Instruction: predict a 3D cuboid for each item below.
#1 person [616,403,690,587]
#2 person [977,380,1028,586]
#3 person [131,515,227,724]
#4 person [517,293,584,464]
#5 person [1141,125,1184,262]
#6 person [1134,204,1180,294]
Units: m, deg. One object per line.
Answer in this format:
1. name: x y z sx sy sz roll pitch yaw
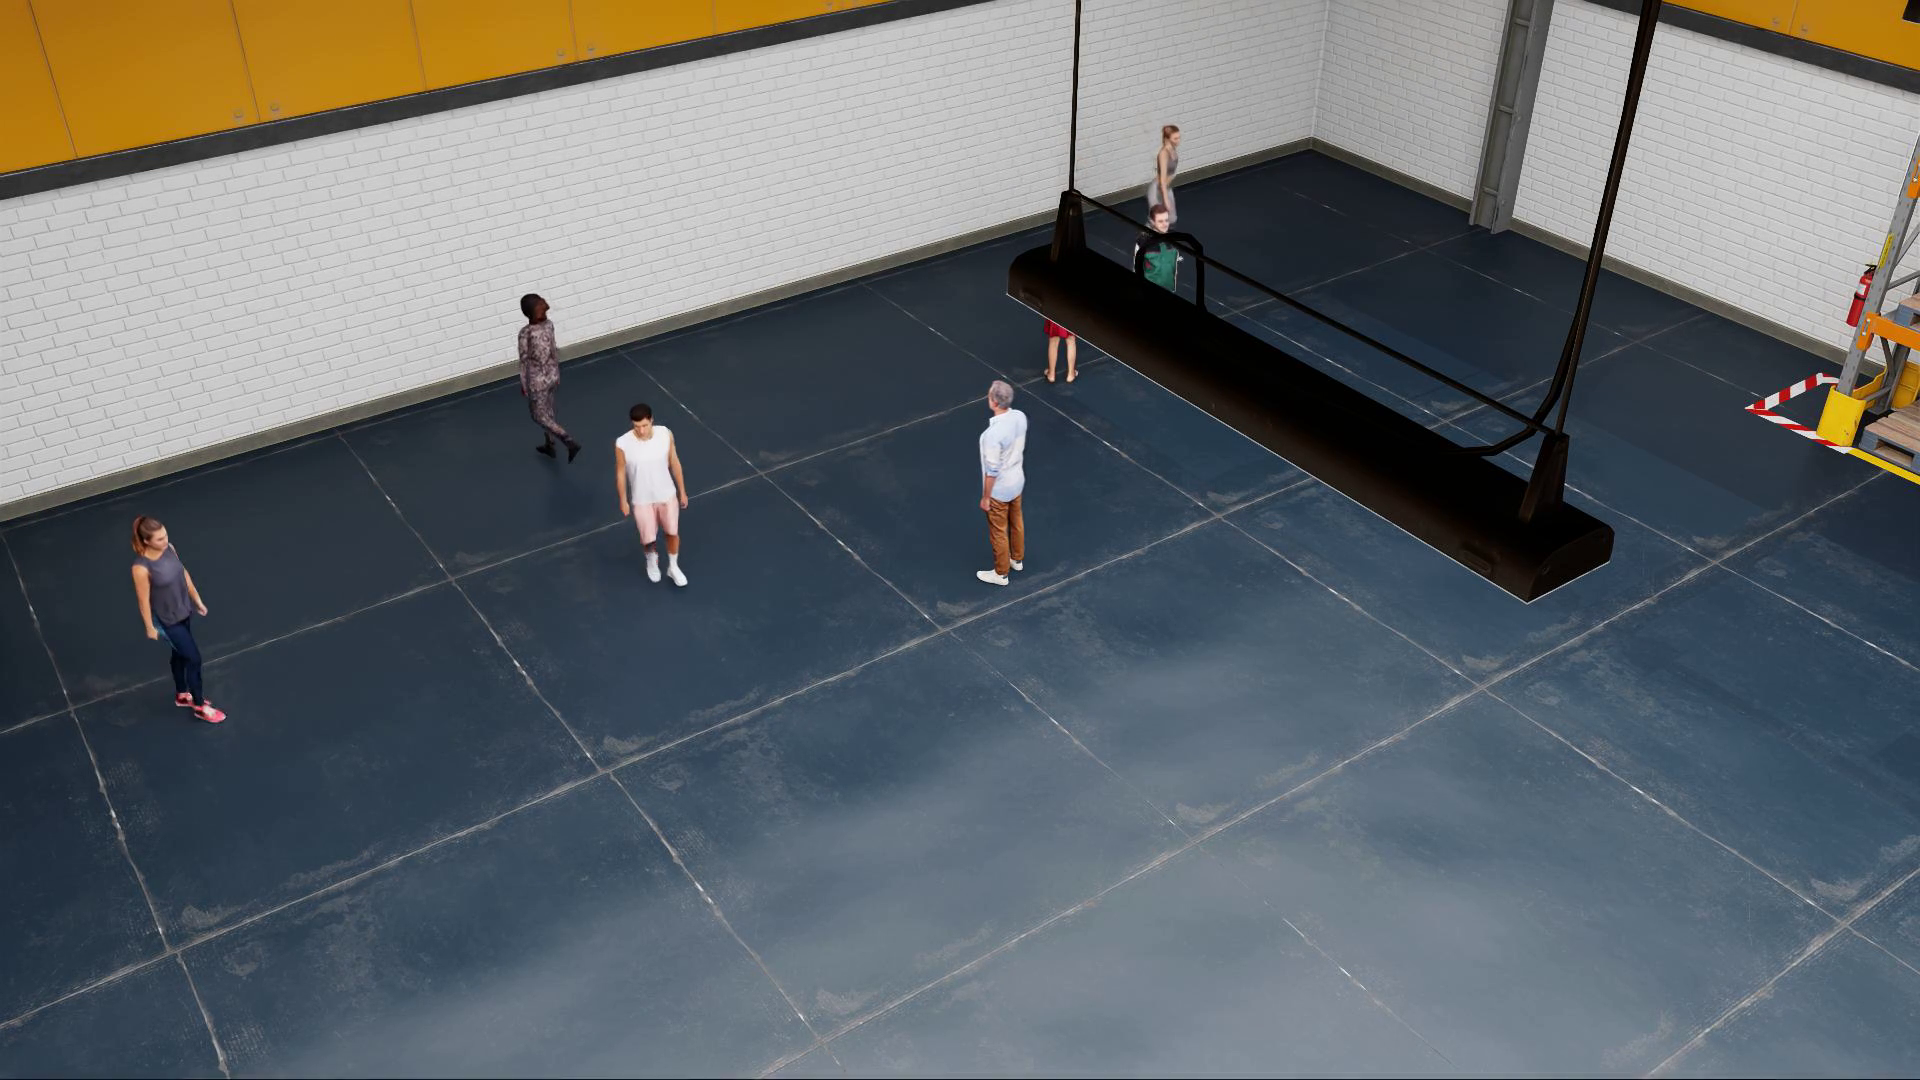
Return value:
1. person: -2.539 -0.416 13.629 0.766 1.760 0.758 -15 36 -21
2. person: 0.354 -0.473 13.656 0.704 1.825 0.758 19 38 27
3. person: -5.865 0.551 12.216 0.841 1.713 0.785 6 34 9
4. person: -3.775 -1.433 15.213 0.987 1.701 0.774 21 39 28
5. person: 2.249 -3.987 19.095 0.914 1.656 0.788 12 36 18
6. person: 1.943 -2.534 16.757 0.782 1.824 1.055 -12 36 -18
